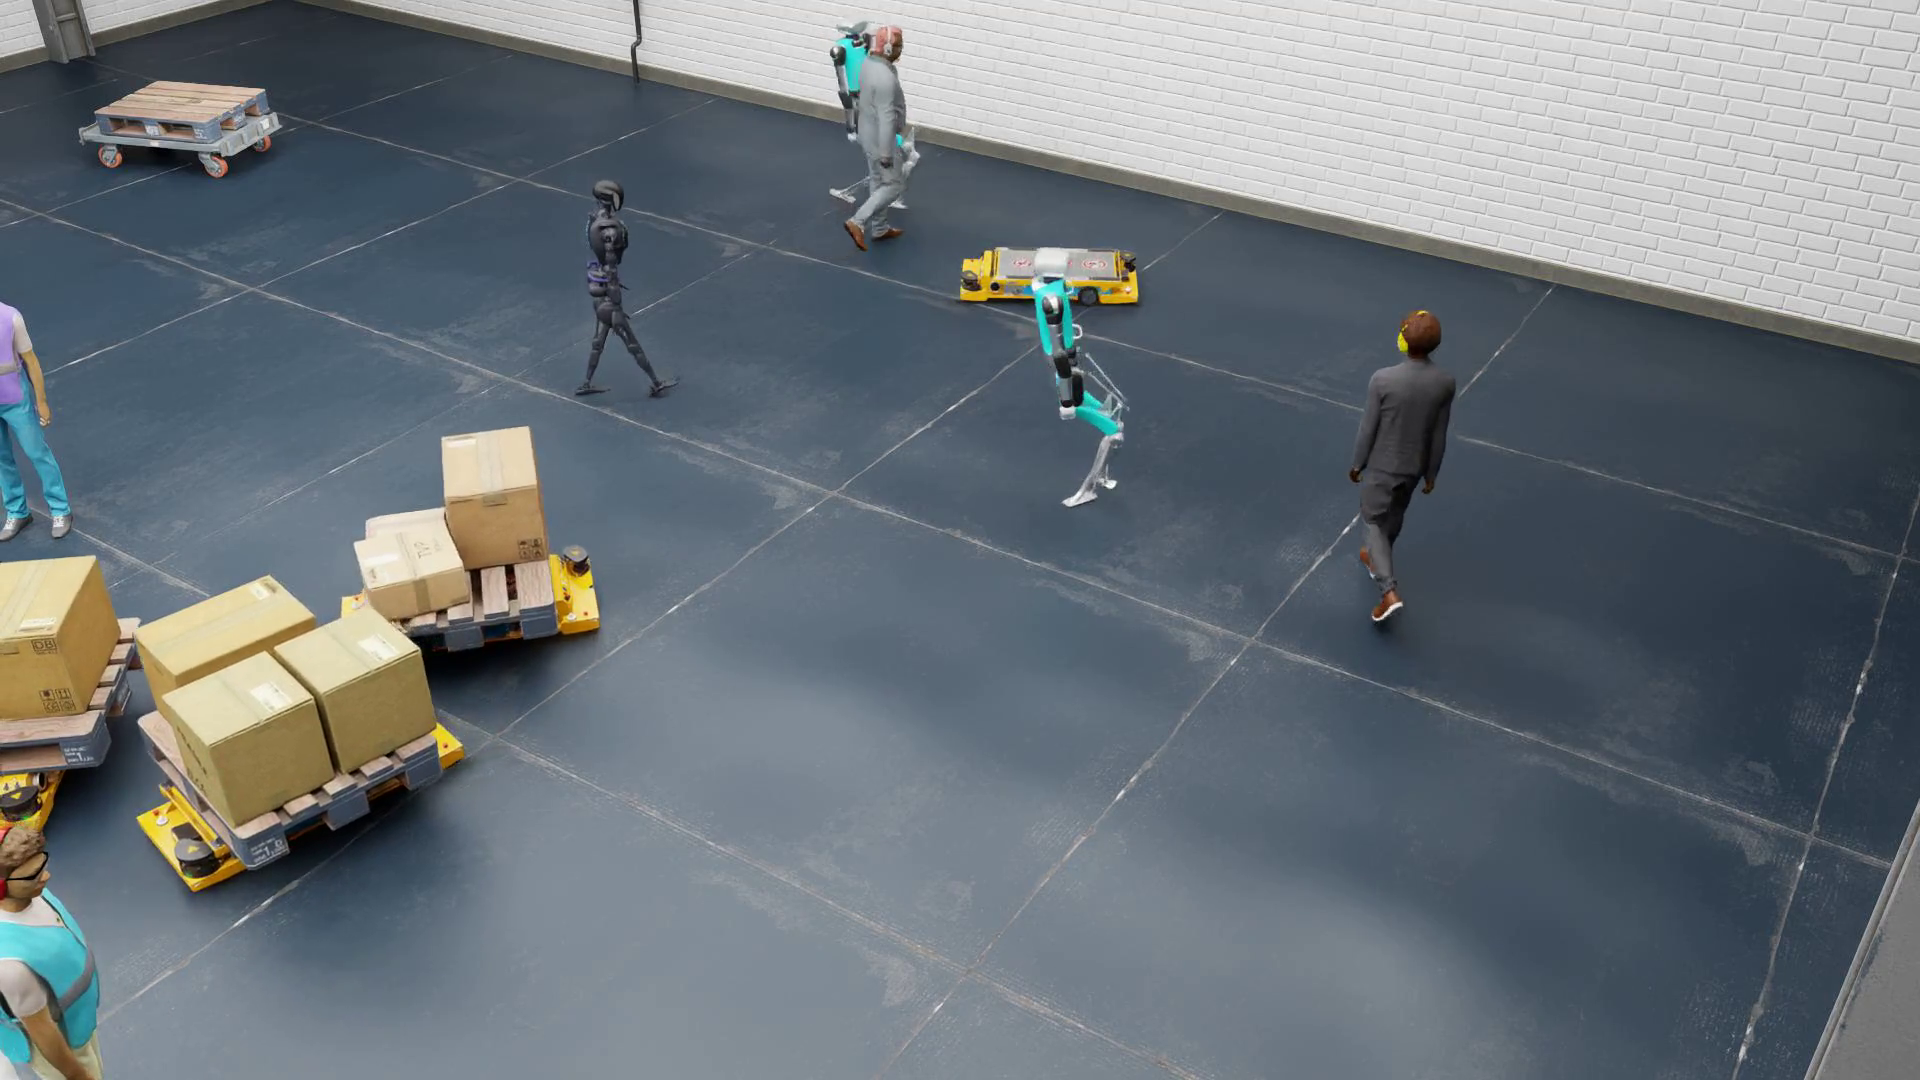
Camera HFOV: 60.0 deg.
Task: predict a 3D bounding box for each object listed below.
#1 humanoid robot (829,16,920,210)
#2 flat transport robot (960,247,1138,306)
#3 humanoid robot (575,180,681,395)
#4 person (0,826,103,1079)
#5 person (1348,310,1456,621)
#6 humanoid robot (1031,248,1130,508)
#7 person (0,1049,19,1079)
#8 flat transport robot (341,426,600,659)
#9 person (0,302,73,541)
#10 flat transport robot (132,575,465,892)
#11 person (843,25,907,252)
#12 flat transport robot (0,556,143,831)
[{"bbox_3d":[-0.728,-3.689,14.623,1.002,1.717,0.544,16,36,23],"label":"humanoid robot"},{"bbox_3d":[0.731,-2.161,13.618,1.431,0.231,0.659,1,33,2],"label":"flat transport robot"},{"bbox_3d":[-2.427,-1.768,11.741,0.755,1.624,0.608,-8,34,-13],"label":"humanoid robot"},{"bbox_3d":[-3.270,1.777,6.041,0.389,1.838,0.563,-16,36,-23],"label":"person"},{"bbox_3d":[2.506,-0.438,9.477,0.494,1.835,0.859,-3,33,-5],"label":"person"},{"bbox_3d":[0.843,-0.986,10.446,0.823,1.782,0.603,-1,33,-1],"label":"humanoid robot"},{"bbox_3d":[-3.217,2.168,5.533,0.393,1.720,0.519,-18,37,-26],"label":"person"},{"bbox_3d":[-2.853,0.383,9.660,1.431,0.231,0.659,-9,34,-14],"label":"flat transport robot"},{"bbox_3d":[-5.839,-0.849,10.119,0.568,1.843,0.373,-3,33,-4],"label":"person"},{"bbox_3d":[-3.310,1.204,8.383,1.431,0.231,0.659,-28,42,-36],"label":"flat transport robot"},{"bbox_3d":[-0.736,-3.378,14.027,0.597,1.883,0.661,-12,35,-18],"label":"person"},{"bbox_3d":[-4.947,1.013,8.680,0.659,0.231,1.431,-5,33,-7],"label":"flat transport robot"}]
